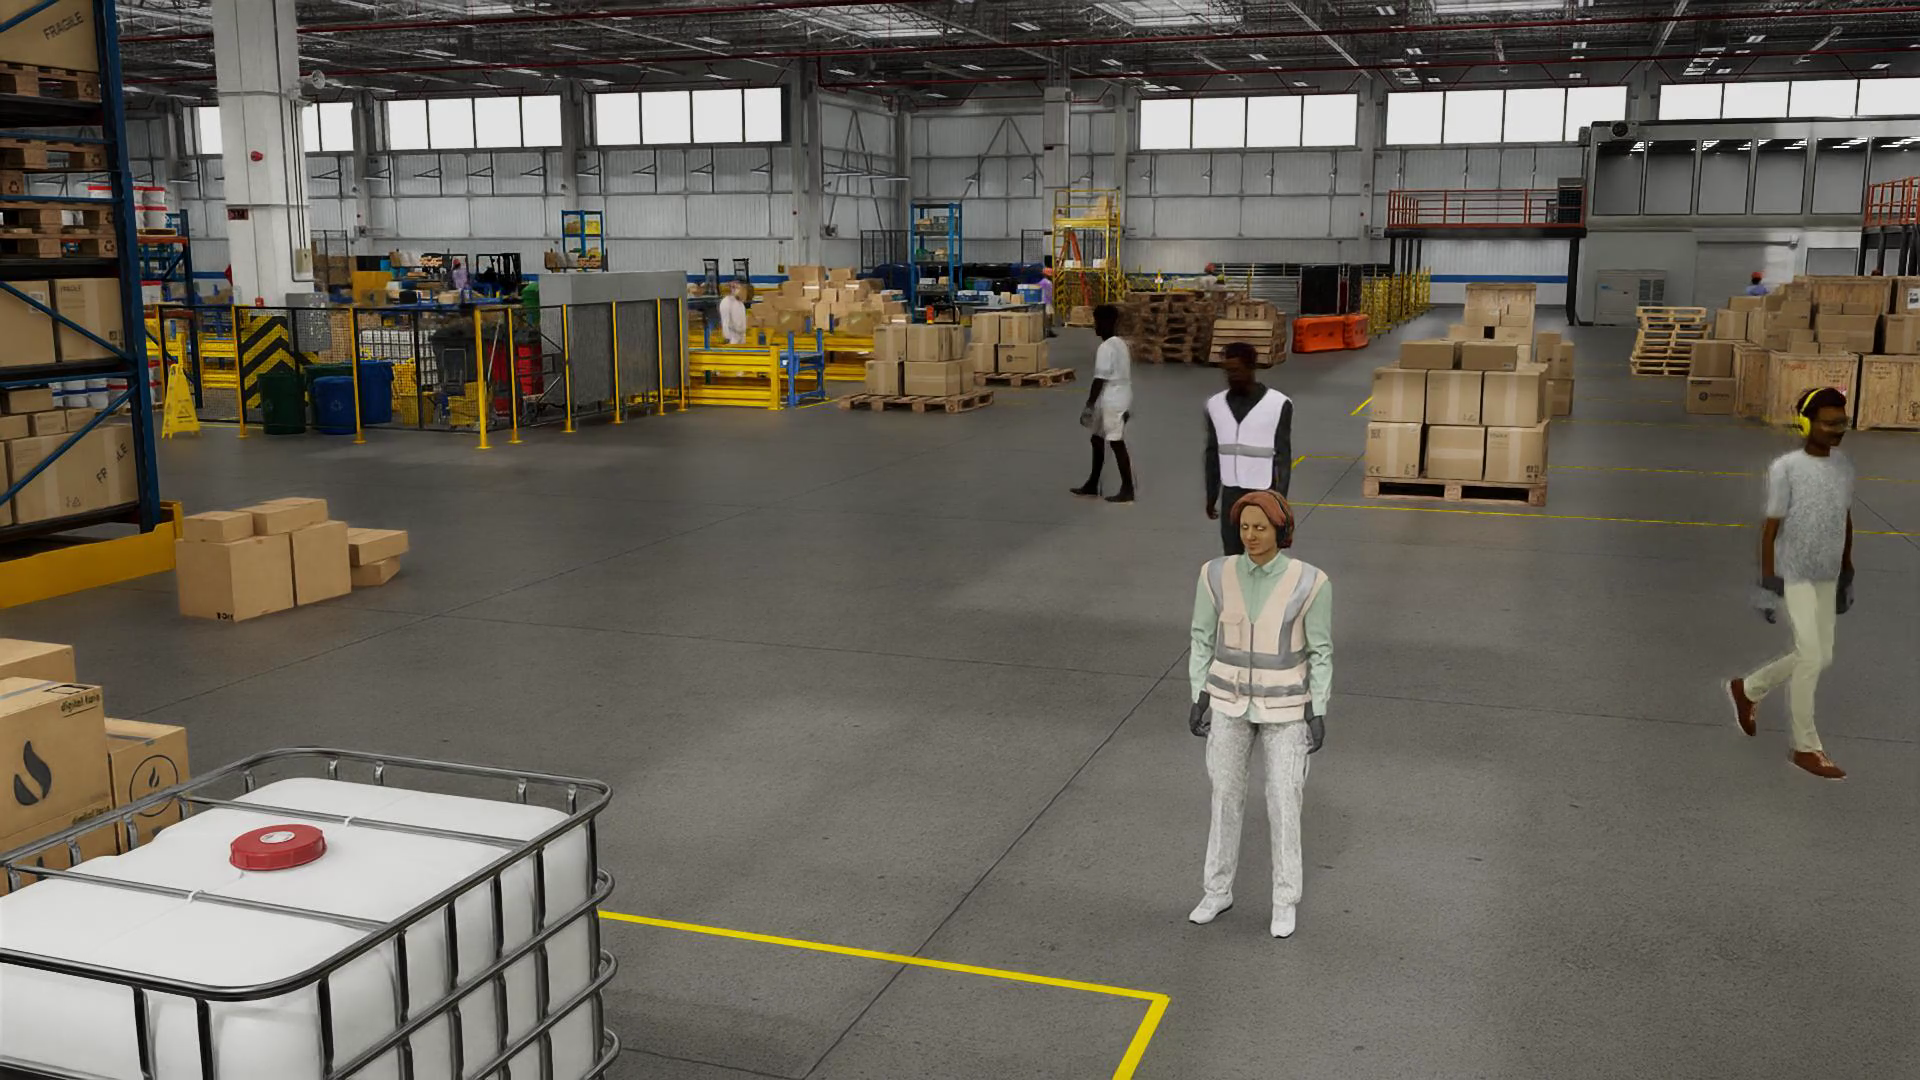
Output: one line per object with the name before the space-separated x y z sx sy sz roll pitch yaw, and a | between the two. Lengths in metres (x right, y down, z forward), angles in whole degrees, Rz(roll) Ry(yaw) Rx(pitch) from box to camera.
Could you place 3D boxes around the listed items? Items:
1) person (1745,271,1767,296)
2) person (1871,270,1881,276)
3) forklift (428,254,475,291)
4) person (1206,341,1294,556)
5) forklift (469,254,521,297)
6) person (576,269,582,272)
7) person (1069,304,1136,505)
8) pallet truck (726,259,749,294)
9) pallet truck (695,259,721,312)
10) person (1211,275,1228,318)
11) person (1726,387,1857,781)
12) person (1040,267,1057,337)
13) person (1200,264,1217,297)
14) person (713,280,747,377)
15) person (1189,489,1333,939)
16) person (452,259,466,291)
person | 18.470 -5.286 38.577 0.549 1.913 0.778 -4 11 -22
person | 22.548 -5.713 41.056 0.356 1.883 0.572 0 10 -2
forklift | -20.133 -10.254 65.465 1.157 1.987 2.680 3 11 19
person | 1.828 -0.307 10.560 0.595 1.903 0.409 8 13 37
forklift | -17.990 -10.121 64.684 1.157 1.987 2.680 3 11 17
person | -13.539 -8.900 59.334 0.313 1.769 0.525 6 12 29
person | 1.345 -1.302 16.055 0.844 1.930 0.637 3 11 18
pallet truck | -7.986 -9.493 62.019 0.823 1.965 1.885 3 11 17
pallet truck | -9.165 -9.627 62.776 0.823 1.965 1.885 4 11 23
person | 7.071 -6.389 45.394 0.493 1.696 0.919 7 12 34
person | 4.044 0.174 8.009 0.530 1.848 0.721 -4 11 -21
person | 2.324 -6.426 45.012 0.552 1.909 0.571 6 12 30
person | 6.960 -6.714 46.419 0.636 1.980 0.513 8 13 39
person | -3.940 -3.560 28.895 0.621 1.892 0.659 5 11 27
person | 1.084 0.625 6.046 0.523 1.638 0.310 5 11 25
person | -17.014 -8.482 56.273 0.528 2.027 0.606 2 10 12
